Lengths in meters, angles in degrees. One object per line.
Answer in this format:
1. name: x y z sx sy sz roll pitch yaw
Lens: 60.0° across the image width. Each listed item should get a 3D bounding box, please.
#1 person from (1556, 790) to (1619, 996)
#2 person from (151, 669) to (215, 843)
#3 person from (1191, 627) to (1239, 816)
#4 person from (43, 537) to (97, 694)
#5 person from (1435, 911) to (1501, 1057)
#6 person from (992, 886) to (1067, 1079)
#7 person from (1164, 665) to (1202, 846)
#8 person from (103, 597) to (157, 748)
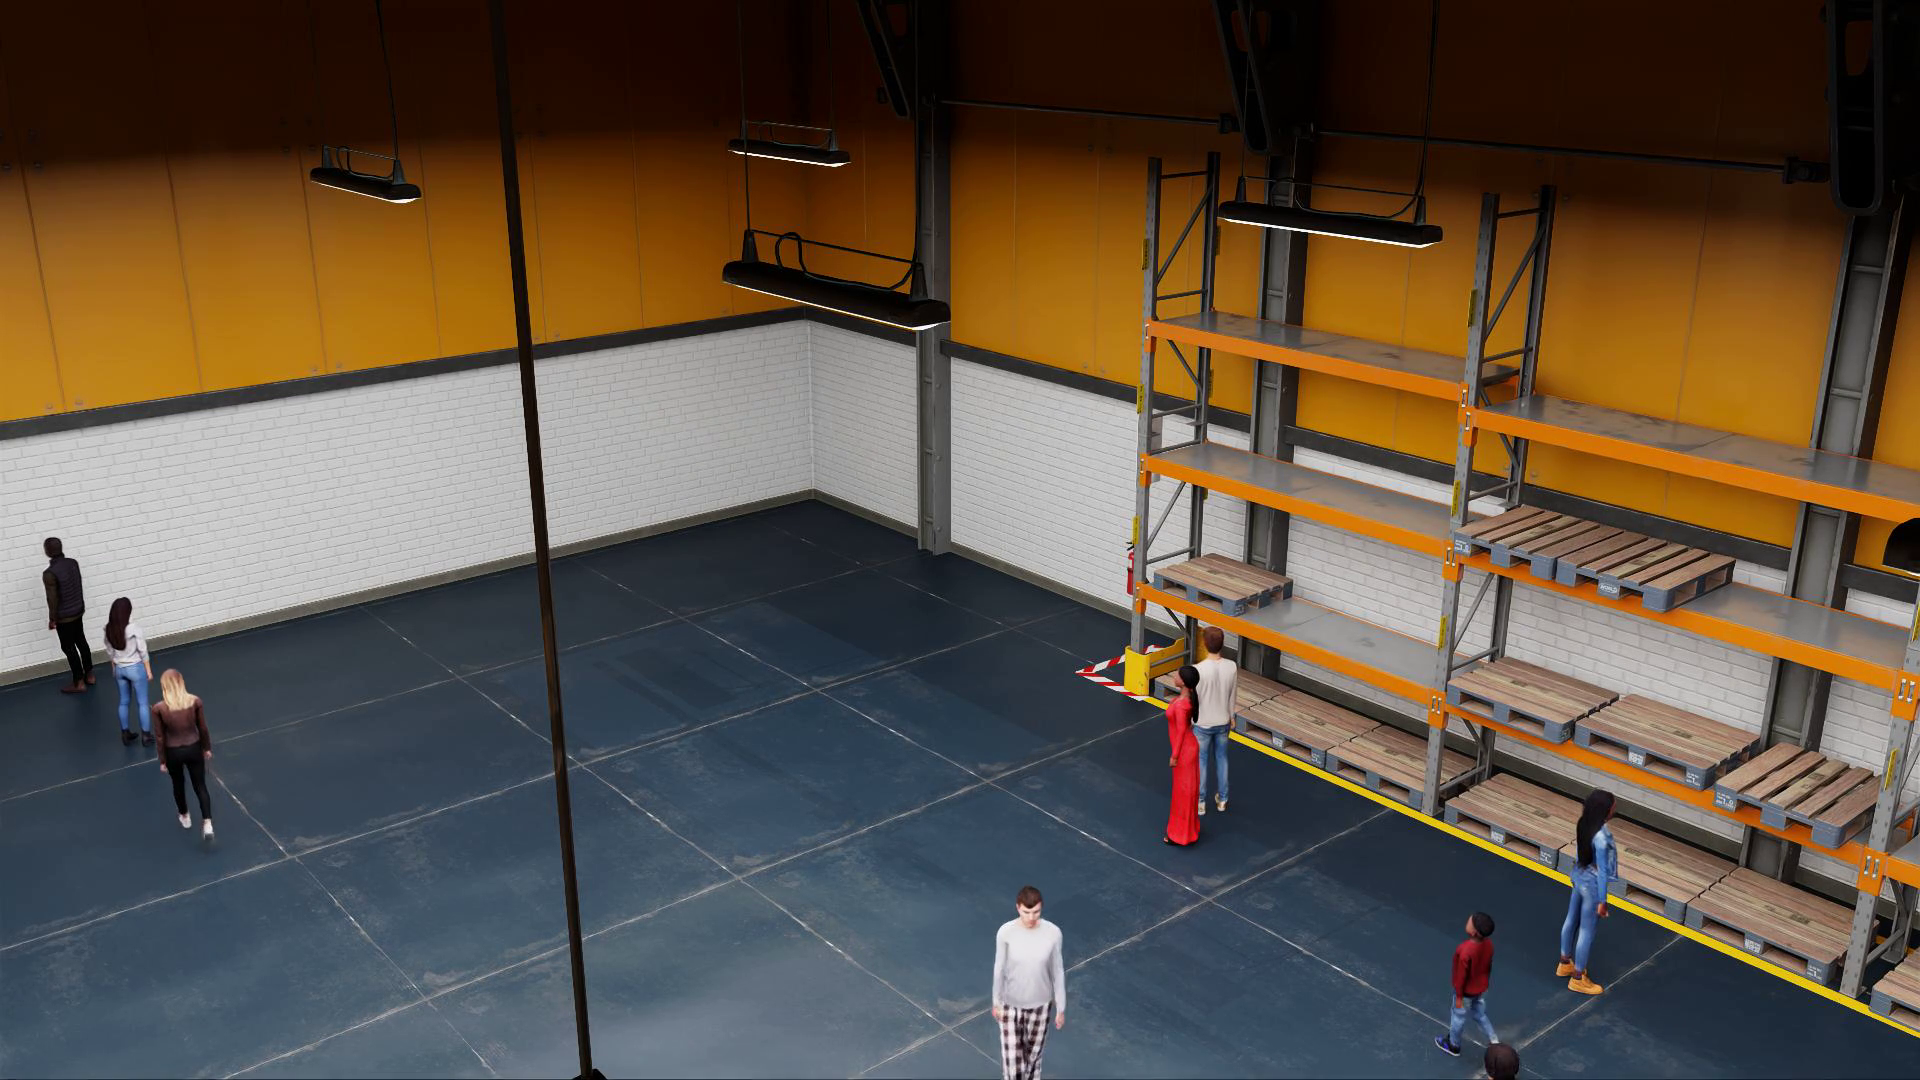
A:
1. person: 5.021 2.787 13.306 0.738 1.714 0.650 -1 19 -2
2. person: -7.241 2.045 15.573 0.705 1.673 1.112 -12 22 -31
3. person: 2.440 1.751 16.092 0.749 1.898 0.736 -5 19 -14
4. person: -10.150 0.833 18.915 0.824 1.838 0.764 2 19 5
5. person: 3.855 3.347 12.380 0.535 1.242 0.769 -13 23 -33
6. person: 0.462 3.229 11.807 0.845 1.833 0.908 -2 19 -5
7. person: 2.095 1.999 15.535 0.755 1.784 0.723 5 19 16
8. person: -8.782 1.392 17.584 0.668 1.627 0.749 3 19 10
